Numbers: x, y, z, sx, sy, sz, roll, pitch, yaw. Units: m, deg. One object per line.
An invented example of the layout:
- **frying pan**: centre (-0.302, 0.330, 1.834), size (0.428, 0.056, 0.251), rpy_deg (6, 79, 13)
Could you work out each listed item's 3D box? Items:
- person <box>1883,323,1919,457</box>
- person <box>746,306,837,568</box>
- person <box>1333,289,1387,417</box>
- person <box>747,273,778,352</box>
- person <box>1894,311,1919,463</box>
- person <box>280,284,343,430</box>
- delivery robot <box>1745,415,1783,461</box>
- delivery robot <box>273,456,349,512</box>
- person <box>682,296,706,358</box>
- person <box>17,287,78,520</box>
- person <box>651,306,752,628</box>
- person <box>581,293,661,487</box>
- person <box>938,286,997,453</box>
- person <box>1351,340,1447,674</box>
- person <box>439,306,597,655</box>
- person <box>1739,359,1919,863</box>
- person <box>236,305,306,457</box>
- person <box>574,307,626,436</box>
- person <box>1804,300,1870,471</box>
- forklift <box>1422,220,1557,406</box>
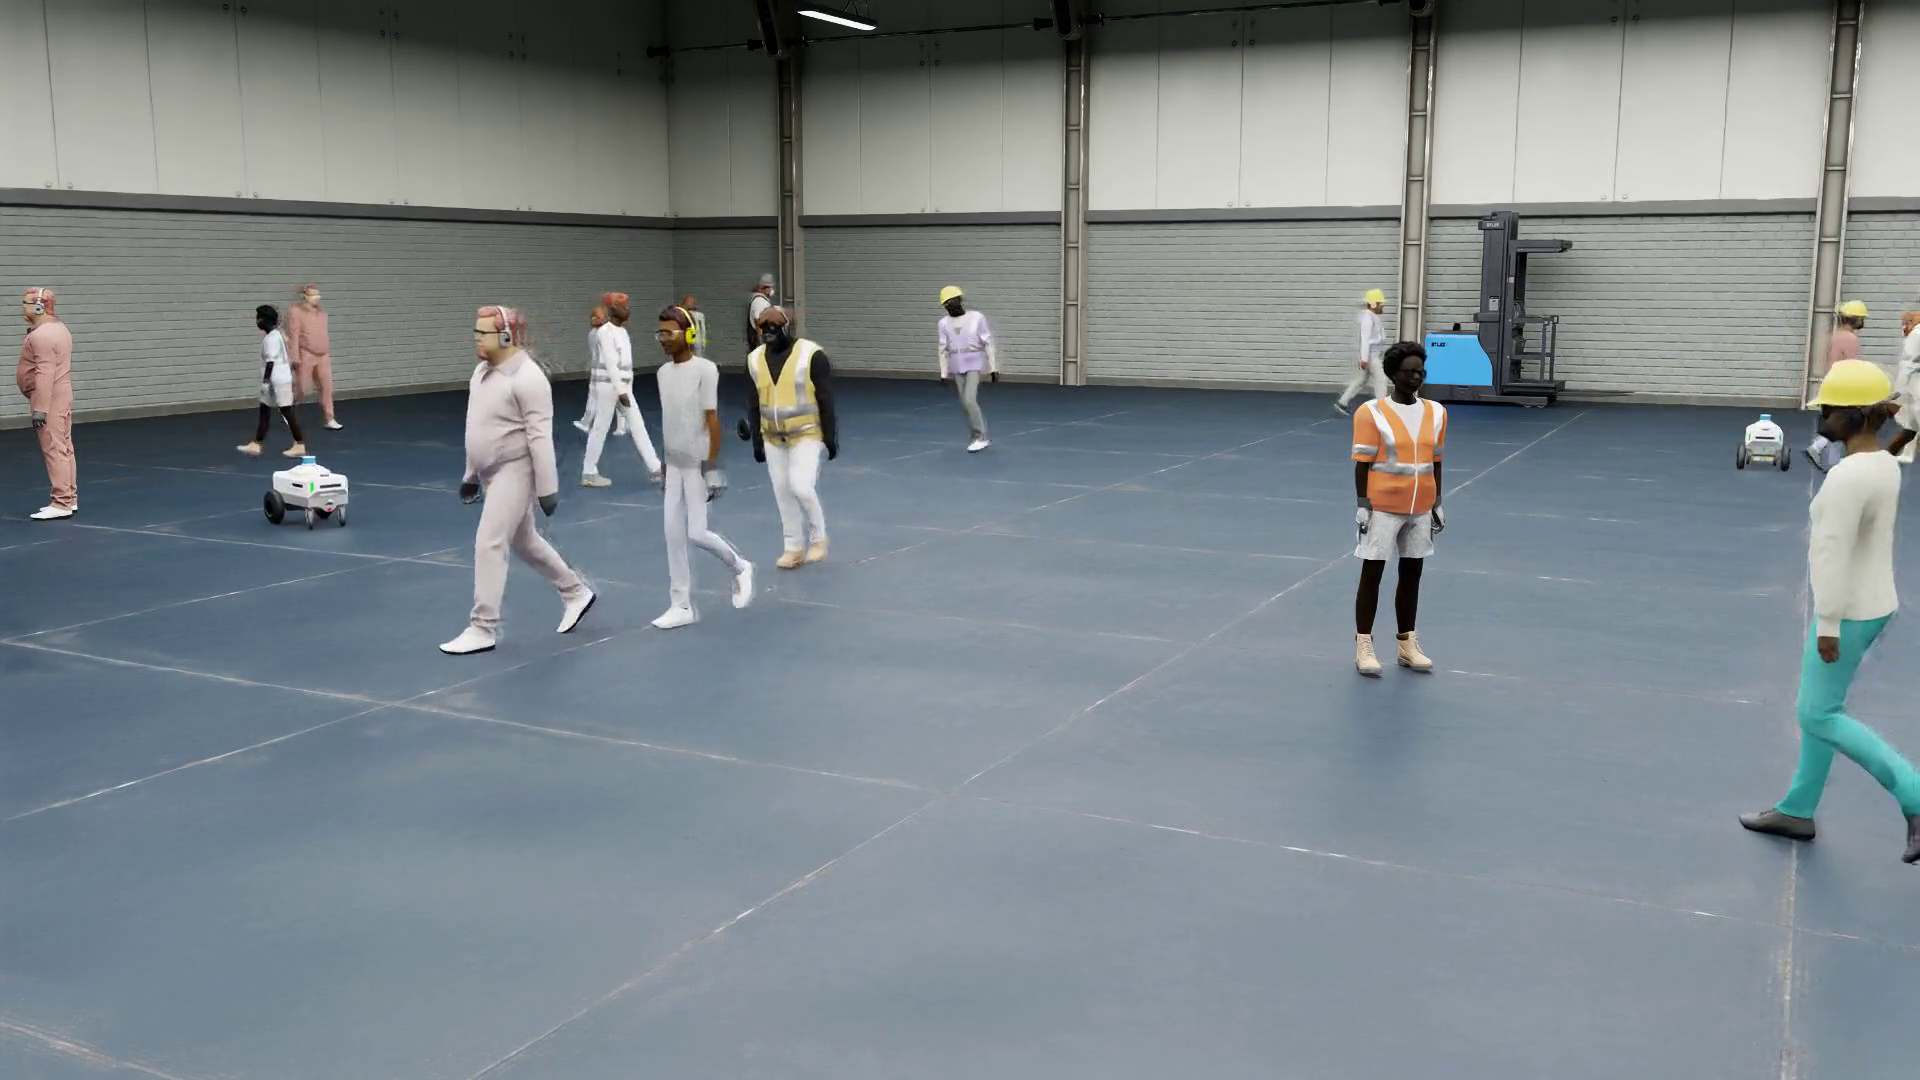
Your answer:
- **person**: centre (8.501, -1.315, 14.803), size (0.637, 1.980, 0.979), rpy_deg (-7, 11, -35)
- **person**: centre (-1.171, -0.696, 11.417), size (0.643, 1.814, 0.467), rpy_deg (4, 10, 25)
- **person**: centre (5.669, -2.592, 23.179), size (0.879, 1.802, 0.597), rpy_deg (3, 10, 18)
- **person**: centre (-2.907, -3.000, 25.049), size (0.611, 2.000, 0.685), rpy_deg (-3, 10, -19)
- **person**: centre (10.163, -1.605, 17.593), size (0.529, 1.617, 0.479), rpy_deg (-8, 12, -41)
- **person**: centre (-8.481, -2.382, 21.612), size (0.871, 1.882, 0.657), rpy_deg (5, 10, 26)
- **delivery robot**: centre (8.431, -1.072, 17.438), size (0.477, 0.478, 0.707), rpy_deg (4, 10, 24)
- **delivery robot**: centre (-5.293, -0.441, 13.551), size (0.707, 0.478, 0.477), rpy_deg (9, 13, 42)
- **person**: centre (-4.453, -3.217, 27.506), size (0.498, 1.633, 0.280), rpy_deg (-2, 9, -14)
- **person**: centre (-7.590, -1.136, 13.823), size (0.410, 1.913, 0.643), rpy_deg (-3, 10, -17)
- **person**: centre (-1.530, -0.432, 9.659), size (0.544, 1.855, 0.616), rpy_deg (7, 12, 38)
- **person**: centre (-3.191, -1.417, 15.793), size (0.986, 1.827, 0.584), rpy_deg (2, 9, 13)
- **person**: centre (0.066, -1.914, 18.758), size (0.688, 1.869, 0.537), rpy_deg (6, 11, 32)
- **person**: centre (2.241, -0.167, 8.501), size (0.535, 1.699, 0.318), rpy_deg (-3, 10, -17)
- **person**: centre (-2.439, -0.356, 9.163), size (0.940, 1.870, 0.637), rpy_deg (-7, 12, -37)
- **person**: centre (3.122, 0.250, 5.784), size (0.680, 1.751, 0.543), rpy_deg (9, 13, 43)
- **person**: centre (-7.604, -1.727, 18.203), size (0.815, 1.656, 0.551), rpy_deg (-4, 10, -22)
- **person**: centre (-4.488, -2.112, 20.834), size (0.860, 1.589, 0.504), rpy_deg (8, 12, 42)
- **person**: centre (8.792, -1.514, 16.619), size (0.452, 1.751, 0.541), rpy_deg (2, 9, 13)
- **forklift**: centre (8.245, -3.527, 25.720), size (1.873, 2.768, 1.129), rpy_deg (5, 10, 27)
